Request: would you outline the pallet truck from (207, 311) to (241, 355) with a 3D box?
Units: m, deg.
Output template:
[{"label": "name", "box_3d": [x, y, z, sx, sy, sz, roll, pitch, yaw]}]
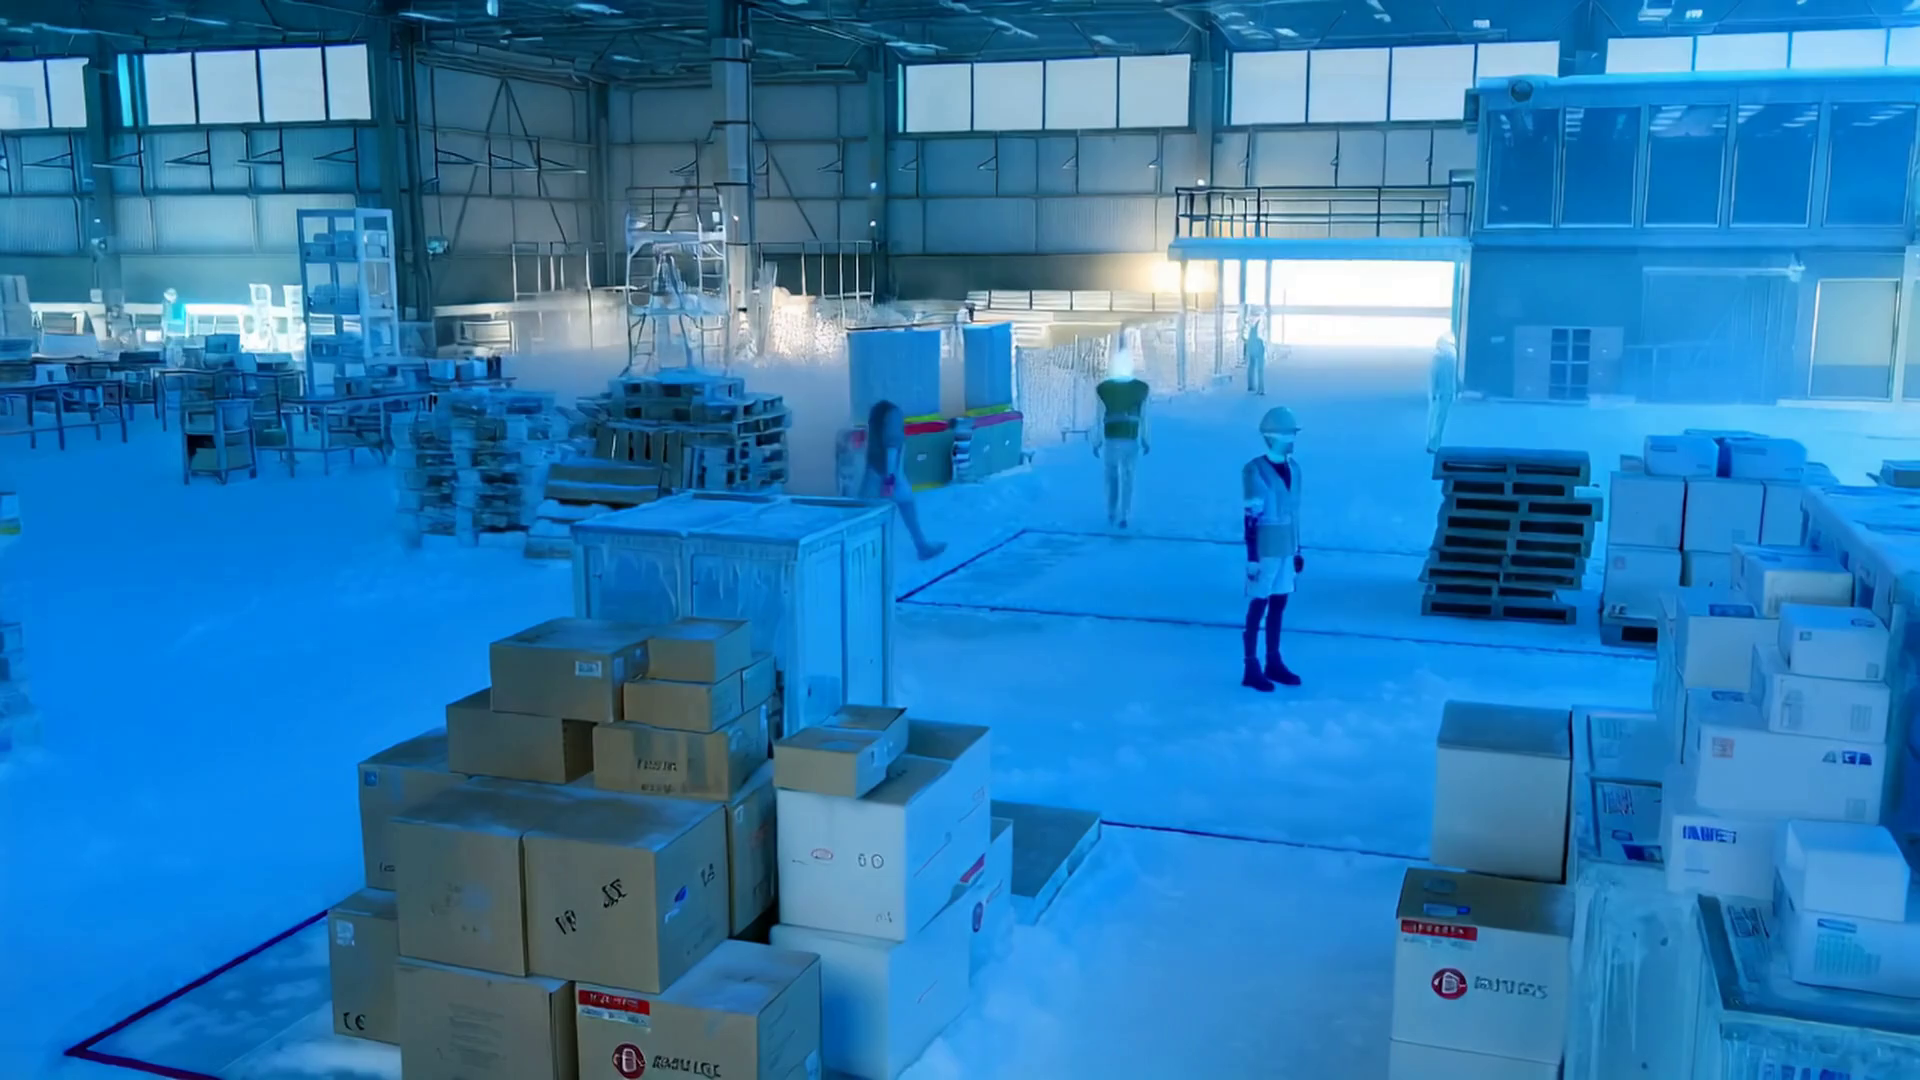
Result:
[{"label": "pallet truck", "box_3d": [-19.537, -5.575, 44.913, 0.653, 1.274, 1.630, 3, 11, 19]}]

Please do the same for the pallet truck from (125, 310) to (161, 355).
[{"label": "pallet truck", "box_3d": [-22.038, -5.665, 45.457, 0.704, 1.261, 1.522, 3, 11, 17]}]

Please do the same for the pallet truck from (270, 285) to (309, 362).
[{"label": "pallet truck", "box_3d": [-17.147, -5.700, 43.663, 0.823, 1.965, 1.885, 3, 11, 17]}]

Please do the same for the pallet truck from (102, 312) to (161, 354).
[{"label": "pallet truck", "box_3d": [-23.057, -5.777, 46.261, 0.680, 1.201, 1.601, 3, 11, 19]}]

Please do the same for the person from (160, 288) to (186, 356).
[{"label": "person", "box_3d": [-18.507, -4.909, 39.111, 0.406, 2.034, 0.608, 7, 12, 35]}]

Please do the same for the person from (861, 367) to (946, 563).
[{"label": "person", "box_3d": [-0.667, -0.685, 15.724, 1.056, 1.904, 0.607, -6, 12, -30]}]

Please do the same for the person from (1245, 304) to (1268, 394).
[{"label": "person", "box_3d": [6.050, -3.885, 33.892, 0.504, 1.839, 0.344, 8, 13, 39]}]

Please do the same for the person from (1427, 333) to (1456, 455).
[{"label": "person", "box_3d": [7.021, -2.125, 24.180, 0.317, 1.769, 0.523, 9, 14, 42]}]

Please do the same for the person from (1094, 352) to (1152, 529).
[{"label": "person", "box_3d": [1.767, -1.098, 18.062, 0.624, 1.876, 0.939, 1, 10, 4]}]

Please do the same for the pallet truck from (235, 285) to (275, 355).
[{"label": "pallet truck", "box_3d": [-18.327, -5.835, 44.421, 0.823, 1.965, 1.885, 4, 11, 23]}]

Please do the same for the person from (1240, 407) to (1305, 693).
[{"label": "person", "box_3d": [2.152, 0.061, 11.373, 0.545, 1.942, 0.351, -9, 13, -40]}]

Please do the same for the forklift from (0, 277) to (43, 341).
[{"label": "forklift", "box_3d": [-27.151, -6.329, 46.328, 1.157, 1.987, 2.680, 3, 11, 17]}]
